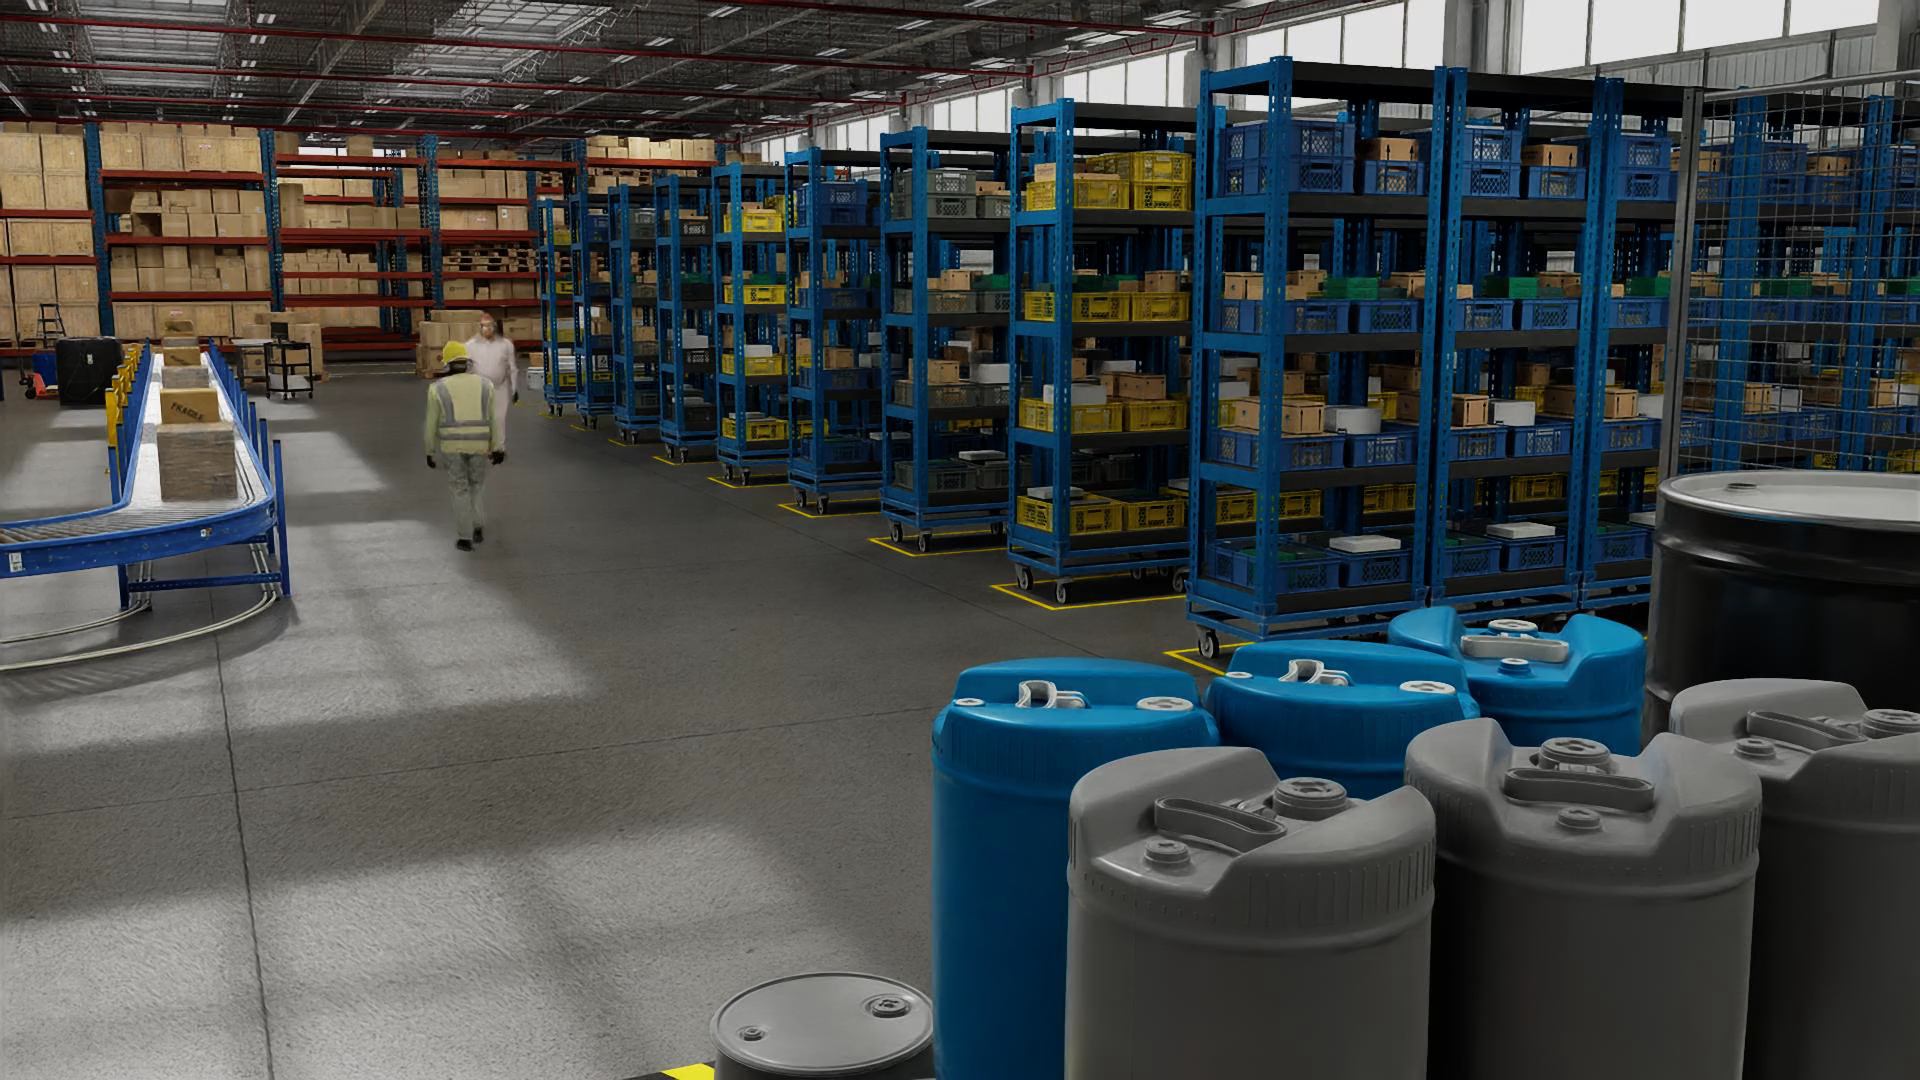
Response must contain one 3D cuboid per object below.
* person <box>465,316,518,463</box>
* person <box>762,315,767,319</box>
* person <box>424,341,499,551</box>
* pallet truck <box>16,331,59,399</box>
[{"bbox_3d":[-5.967,-1.914,21.136,0.663,1.855,1.023,-2,9,-12],"label":"person"},{"bbox_3d":[-4.123,-4.234,35.088,0.378,1.996,0.611,3,10,21],"label":"person"},{"bbox_3d":[-4.357,-0.823,14.496,0.620,1.806,0.615,-6,11,-32],"label":"person"},{"bbox_3d":[-17.082,-3.353,31.781,1.630,1.274,0.653,-4,10,-25],"label":"pallet truck"}]
